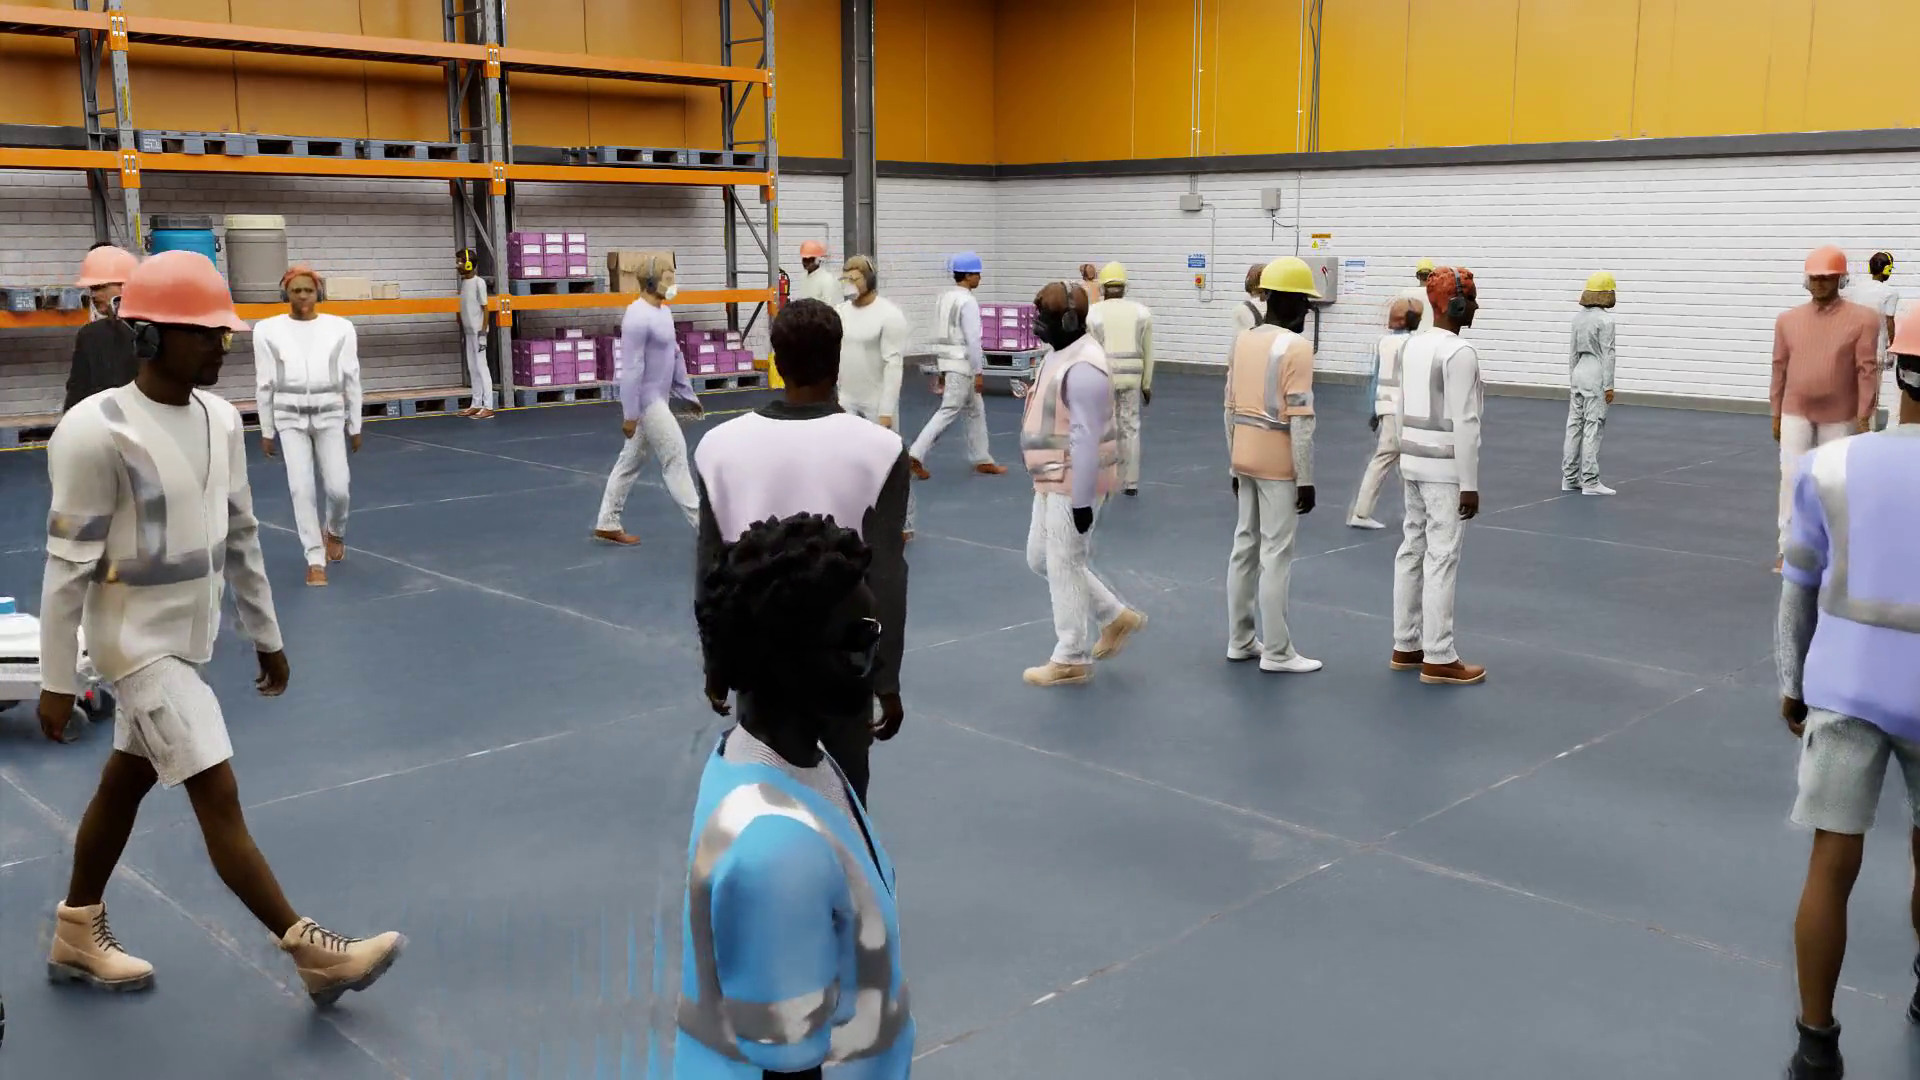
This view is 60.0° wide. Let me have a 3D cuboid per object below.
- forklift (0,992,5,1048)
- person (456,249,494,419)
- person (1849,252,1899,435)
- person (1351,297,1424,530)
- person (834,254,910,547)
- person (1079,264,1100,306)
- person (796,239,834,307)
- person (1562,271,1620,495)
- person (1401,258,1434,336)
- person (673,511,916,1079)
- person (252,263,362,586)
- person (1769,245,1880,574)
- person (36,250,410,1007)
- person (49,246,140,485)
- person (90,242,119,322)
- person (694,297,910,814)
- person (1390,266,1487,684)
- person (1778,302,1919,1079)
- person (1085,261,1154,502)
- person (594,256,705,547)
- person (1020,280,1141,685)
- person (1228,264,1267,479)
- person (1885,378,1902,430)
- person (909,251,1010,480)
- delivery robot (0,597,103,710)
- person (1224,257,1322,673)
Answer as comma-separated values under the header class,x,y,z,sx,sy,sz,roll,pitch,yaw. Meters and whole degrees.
class,x,y,z,sx,sy,sz,roll,pitch,yaw
forklift,-3.245,0.323,3.363,2.313,2.155,1.214,2,11,13
person,-5.386,-2.272,18.415,0.332,1.866,0.514,-9,14,-40
person,8.864,-1.859,16.198,0.317,1.856,0.516,-6,12,-28
person,3.090,-0.863,11.472,0.868,1.593,0.511,-2,11,-11
person,-0.651,-0.823,10.425,0.650,1.889,1.005,8,13,38
person,1.798,-3.079,23.471,0.377,1.623,0.519,9,14,41
person,-1.569,-2.228,17.864,0.426,1.973,0.642,-8,13,-36
person,4.975,-1.228,13.051,0.295,1.744,0.490,-3,11,-16
person,5.156,-2.242,18.517,0.525,1.770,0.306,3,11,14
person,-0.265,0.794,2.191,0.447,1.682,0.540,0,10,-2
person,-3.801,-0.678,9.736,0.574,1.869,0.539,-4,11,-21
person,5.236,-0.797,10.091,0.615,1.973,0.846,9,14,41
person,-1.991,0.255,4.314,1.106,1.972,0.624,2,11,8
person,-4.036,-0.403,7.937,0.619,1.961,0.809,5,12,27
person,-7.248,-1.564,14.271,0.608,1.966,0.364,7,12,32
person,-0.437,0.304,4.384,0.599,1.870,1.023,2,11,9
person,2.186,-0.292,7.571,0.356,1.883,0.572,-3,11,-14
person,2.283,0.356,4.006,0.564,1.891,0.940,8,13,39
person,1.180,-1.207,12.707,0.597,1.829,0.403,-2,11,-10
person,-1.923,-0.861,10.673,1.045,1.884,0.650,0,10,1
person,0.527,-0.249,7.488,0.512,1.824,0.638,-1,10,-6
person,2.411,-1.308,13.376,0.513,1.800,0.982,0,10,-1
person,5.703,-0.623,9.471,1.016,1.858,0.644,-6,12,-29
person,-0.065,-1.433,13.787,0.984,1.909,0.629,-3,11,-16
delivery robot,-3.869,0.476,6.746,0.707,0.478,0.477,0,10,-3
person,1.459,-0.345,7.748,0.383,1.923,0.588,-5,11,-24
